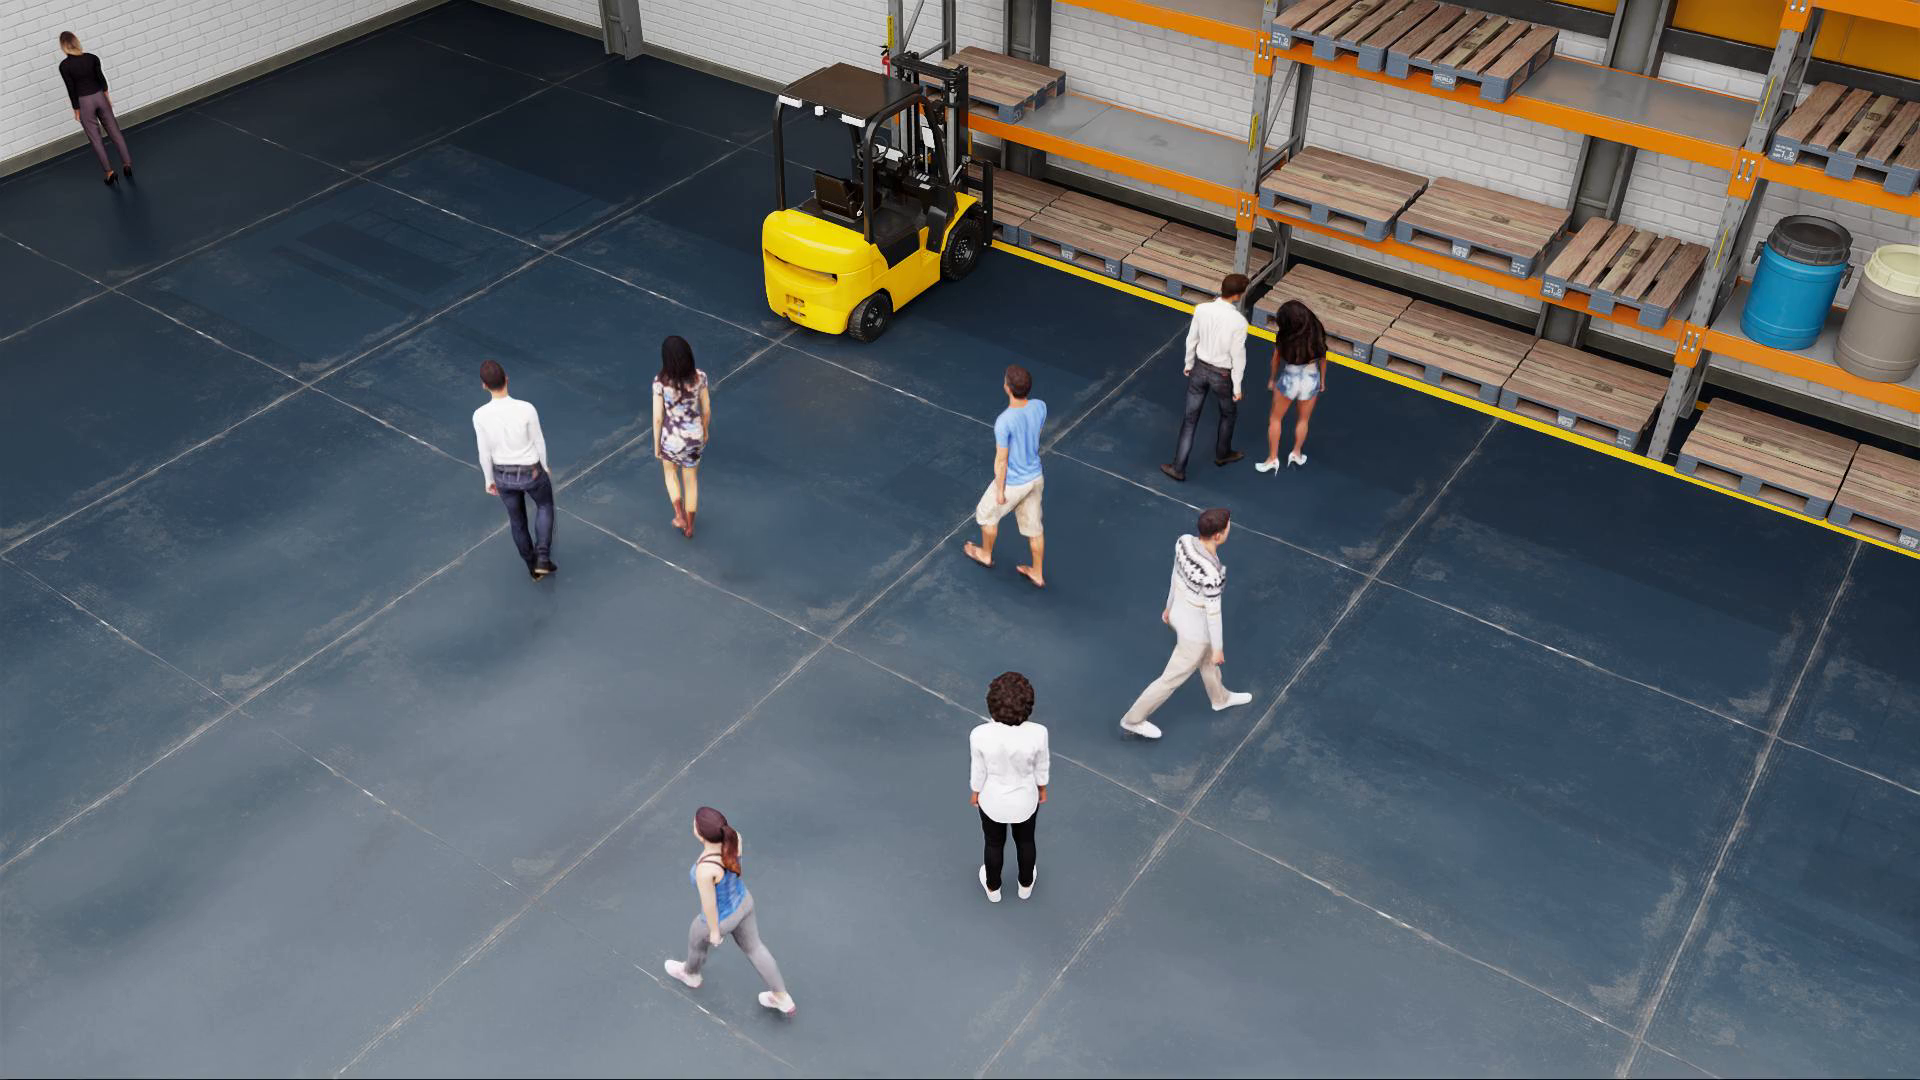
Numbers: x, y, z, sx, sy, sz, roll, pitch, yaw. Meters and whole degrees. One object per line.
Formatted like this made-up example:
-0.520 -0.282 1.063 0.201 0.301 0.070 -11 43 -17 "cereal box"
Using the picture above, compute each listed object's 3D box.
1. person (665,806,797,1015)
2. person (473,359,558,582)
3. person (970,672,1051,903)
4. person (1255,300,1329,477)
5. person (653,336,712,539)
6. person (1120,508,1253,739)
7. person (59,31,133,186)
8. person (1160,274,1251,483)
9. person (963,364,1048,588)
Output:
-1.257 2.113 9.363 1.082 1.566 0.594 21 43 24 "person"
-3.276 -0.435 12.327 0.807 1.850 0.868 -2 39 -2 "person"
0.296 1.497 9.939 0.715 1.810 0.790 -3 39 -4 "person"
2.768 -1.243 13.544 0.679 1.593 0.797 11 40 13 "person"
-2.109 -0.724 12.797 0.742 1.714 0.773 -15 41 -18 "person"
1.465 0.594 11.069 1.291 1.811 1.276 -8 39 -10 "person"
-9.205 -4.588 17.671 0.520 1.670 0.589 23 44 26 "person"
2.002 -1.276 13.389 0.822 1.838 0.833 17 42 20 "person"
0.493 -0.408 12.304 0.813 1.837 1.046 -26 46 -29 "person"
